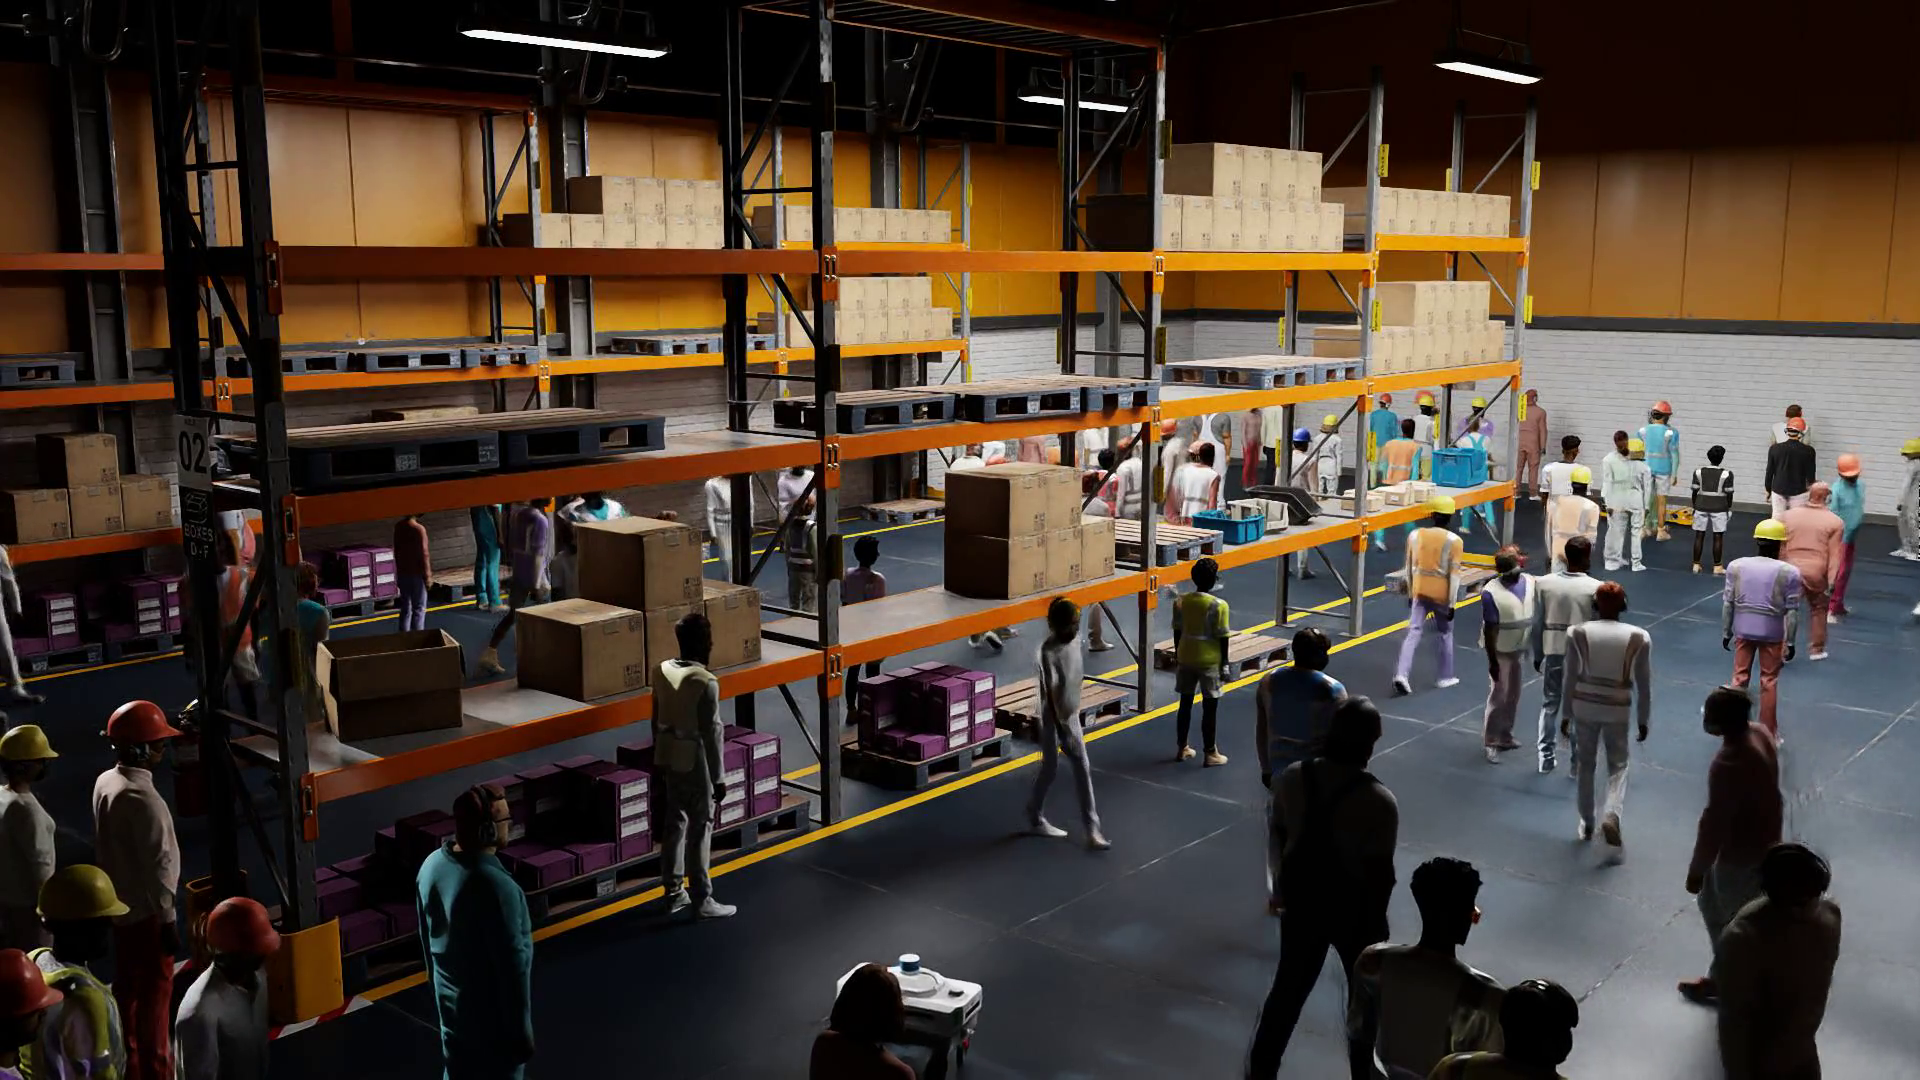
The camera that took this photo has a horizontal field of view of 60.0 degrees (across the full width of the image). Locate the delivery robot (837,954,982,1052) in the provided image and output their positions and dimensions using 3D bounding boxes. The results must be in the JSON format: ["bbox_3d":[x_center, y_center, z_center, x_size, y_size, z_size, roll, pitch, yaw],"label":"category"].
[{"bbox_3d":[-0.253,2.345,8.434,0.707,0.478,0.477,4,10,24],"label":"delivery robot"}]

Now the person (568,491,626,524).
[{"bbox_3d":[-3.710,0.249,17.543,0.806,1.798,0.433,-6,11,-33],"label":"person"}]

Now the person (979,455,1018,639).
[{"bbox_3d":[0.370,0.069,18.005,0.616,1.993,0.395,9,13,42],"label":"person"}]

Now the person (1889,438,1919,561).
[{"bbox_3d":[12.931,-0.553,22.606,0.550,1.686,0.560,7,12,35],"label":"person"}]

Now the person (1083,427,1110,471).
[{"bbox_3d":[2.104,-1.133,25.748,0.589,1.804,0.451,-9,13,-42],"label":"person"}]

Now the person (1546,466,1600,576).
[{"bbox_3d":[6.508,0.155,17.843,0.590,1.891,0.927,9,13,42],"label":"person"}]

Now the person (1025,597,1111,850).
[{"bbox_3d":[0.756,1.259,11.460,0.587,1.806,0.831,-9,13,-44],"label":"person"}]

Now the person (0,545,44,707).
[{"bbox_3d":[-8.721,0.661,14.902,0.717,1.853,0.430,-6,11,-31],"label":"person"}]

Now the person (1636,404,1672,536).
[{"bbox_3d":[10.442,-1.082,24.748,0.908,2.000,0.535,-7,12,-35],"label":"person"}]

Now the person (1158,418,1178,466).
[{"bbox_3d":[3.903,-2.051,31.551,0.538,1.695,0.320,9,13,42],"label":"person"}]

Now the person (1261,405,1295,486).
[{"bbox_3d":[5.357,-1.597,27.952,0.616,1.993,0.395,9,13,42],"label":"person"}]

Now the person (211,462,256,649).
[{"bbox_3d":[-7.552,0.186,17.175,0.684,2.000,0.535,9,13,42],"label":"person"}]

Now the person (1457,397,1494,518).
[{"bbox_3d":[8.206,-1.316,26.487,0.591,1.923,0.381,9,13,42],"label":"person"}]

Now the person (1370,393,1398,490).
[{"bbox_3d":[7.484,-1.721,29.411,0.567,1.750,0.341,9,13,42],"label":"person"}]

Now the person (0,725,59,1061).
[{"bbox_3d":[-4.673,1.797,8.382,0.528,1.765,0.327,9,13,42],"label":"person"}]

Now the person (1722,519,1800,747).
[{"bbox_3d":[6.718,0.781,13.969,0.591,1.923,0.381,9,13,42],"label":"person"}]

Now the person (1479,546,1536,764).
[{"bbox_3d":[4.483,0.909,13.576,0.746,1.808,0.392,-7,12,-36],"label":"person"}]

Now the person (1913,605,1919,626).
[{"bbox_3d":[10.838,0.113,18.220,0.523,1.837,0.548,-3,10,-15],"label":"person"}]

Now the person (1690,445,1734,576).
[{"bbox_3d":[9.776,-0.389,21.631,0.538,1.695,0.320,9,13,42],"label":"person"}]

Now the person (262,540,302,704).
[{"bbox_3d":[-6.136,0.566,15.221,0.549,1.934,0.374,9,13,42],"label":"person"}]

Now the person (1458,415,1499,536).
[{"bbox_3d":[7.666,-0.934,24.605,0.546,1.803,0.897,0,10,-3],"label":"person"}]

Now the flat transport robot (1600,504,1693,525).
[{"bbox_3d":[10.905,-0.440,26.186,1.431,0.197,0.652,8,12,40],"label":"flat transport robot"}]

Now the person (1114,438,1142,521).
[{"bbox_3d":[2.199,-0.392,21.231,0.339,1.853,0.778,6,11,32],"label":"person"}]

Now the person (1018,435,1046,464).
[{"bbox_3d":[1.124,-1.088,25.602,0.528,1.765,0.327,9,13,42],"label":"person"}]

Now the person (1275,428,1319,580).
[{"bbox_3d":[4.333,-0.468,21.362,0.608,1.943,0.402,9,13,42],"label":"person"}]

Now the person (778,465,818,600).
[{"bbox_3d":[-1.929,-0.195,19.890,0.562,1.890,0.543,-6,11,-31],"label":"person"}]

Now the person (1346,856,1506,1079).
[{"bbox_3d":[1.691,2.106,6.005,0.610,1.940,0.366,9,13,42],"label":"person"}]

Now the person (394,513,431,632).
[{"bbox_3d":[-5.547,0.363,16.940,0.528,1.765,0.327,9,13,42],"label":"person"}]

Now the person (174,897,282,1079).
[{"bbox_3d":[-2.756,2.166,6.380,0.819,1.695,0.586,1,10,7],"label":"person"}]

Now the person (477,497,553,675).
[{"bbox_3d":[-4.320,0.344,16.398,1.000,1.998,0.642,-8,13,-41],"label":"person"}]

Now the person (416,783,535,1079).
[{"bbox_3d":[-1.986,1.956,7.009,0.645,1.907,0.400,9,13,42],"label":"person"}]

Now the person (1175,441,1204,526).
[{"bbox_3d":[3.062,-0.414,21.620,0.567,1.748,0.339,9,13,42],"label":"person"}]

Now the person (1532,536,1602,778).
[{"bbox_3d":[4.810,0.923,13.144,0.591,1.916,0.383,9,13,42],"label":"person"}]

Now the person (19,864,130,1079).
[{"bbox_3d":[-3.171,2.110,6.036,0.591,1.923,0.381,9,13,42],"label":"person"}]

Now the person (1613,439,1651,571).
[{"bbox_3d":[8.867,-0.468,21.963,0.489,1.743,0.323,9,13,42],"label":"person"}]

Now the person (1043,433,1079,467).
[{"bbox_3d":[1.379,-0.620,22.330,0.591,1.923,0.381,9,13,42],"label":"person"}]

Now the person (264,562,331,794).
[{"bbox_3d":[-5.005,1.090,12.471,0.576,1.817,0.626,4,10,20],"label":"person"}]
